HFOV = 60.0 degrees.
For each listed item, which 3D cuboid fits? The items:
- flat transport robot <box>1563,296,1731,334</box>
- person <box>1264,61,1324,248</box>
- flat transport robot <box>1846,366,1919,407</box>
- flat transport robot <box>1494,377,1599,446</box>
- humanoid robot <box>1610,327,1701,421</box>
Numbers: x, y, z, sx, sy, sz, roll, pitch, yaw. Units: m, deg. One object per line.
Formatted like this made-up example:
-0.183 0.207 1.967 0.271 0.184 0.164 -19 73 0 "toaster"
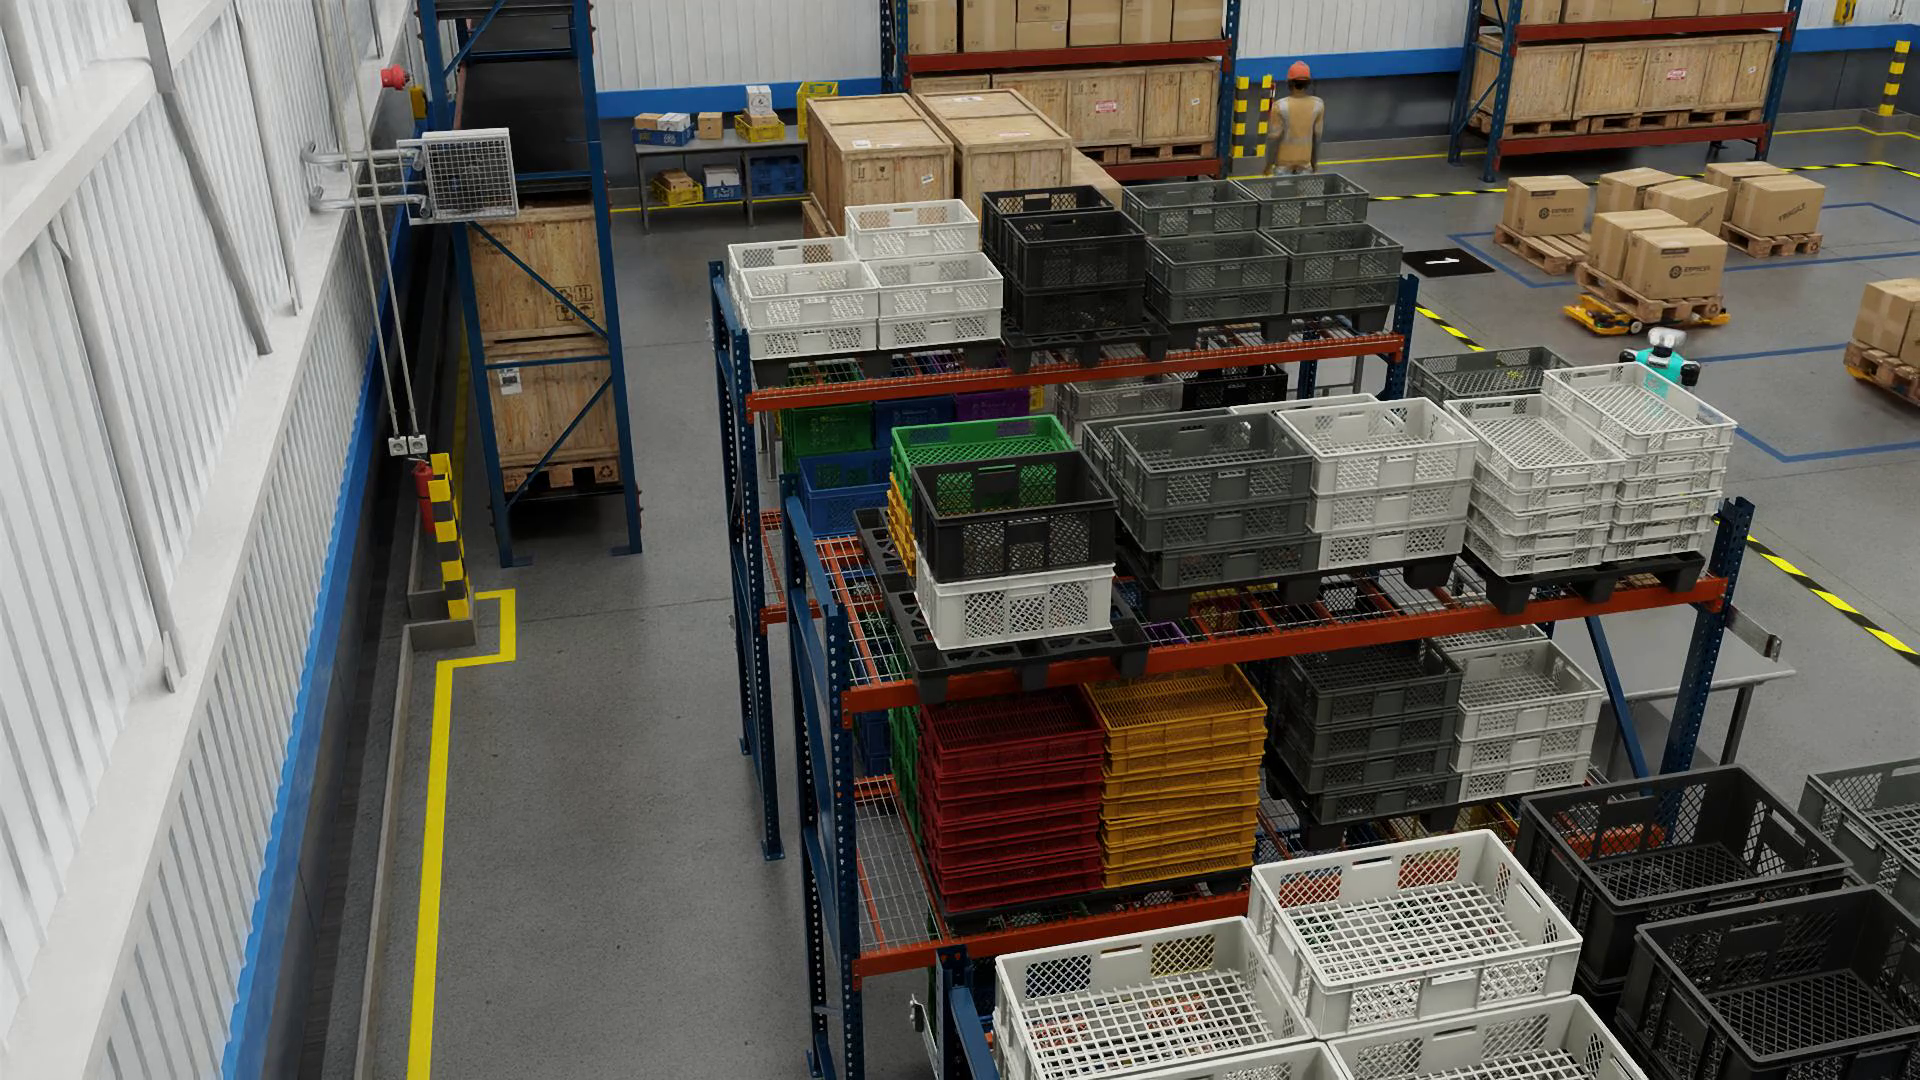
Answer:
6.750 -2.273 16.328 1.431 0.197 0.652 -6 28 -12 "flat transport robot"
3.587 -4.142 18.004 0.613 2.040 0.389 -7 28 -12 "person"
8.541 -1.334 14.547 0.652 0.197 1.431 -6 28 -12 "flat transport robot"
4.780 -1.036 14.013 0.659 0.231 1.431 -6 28 -12 "flat transport robot"
4.892 -0.781 11.808 0.533 1.677 0.735 16 32 27 "humanoid robot"
